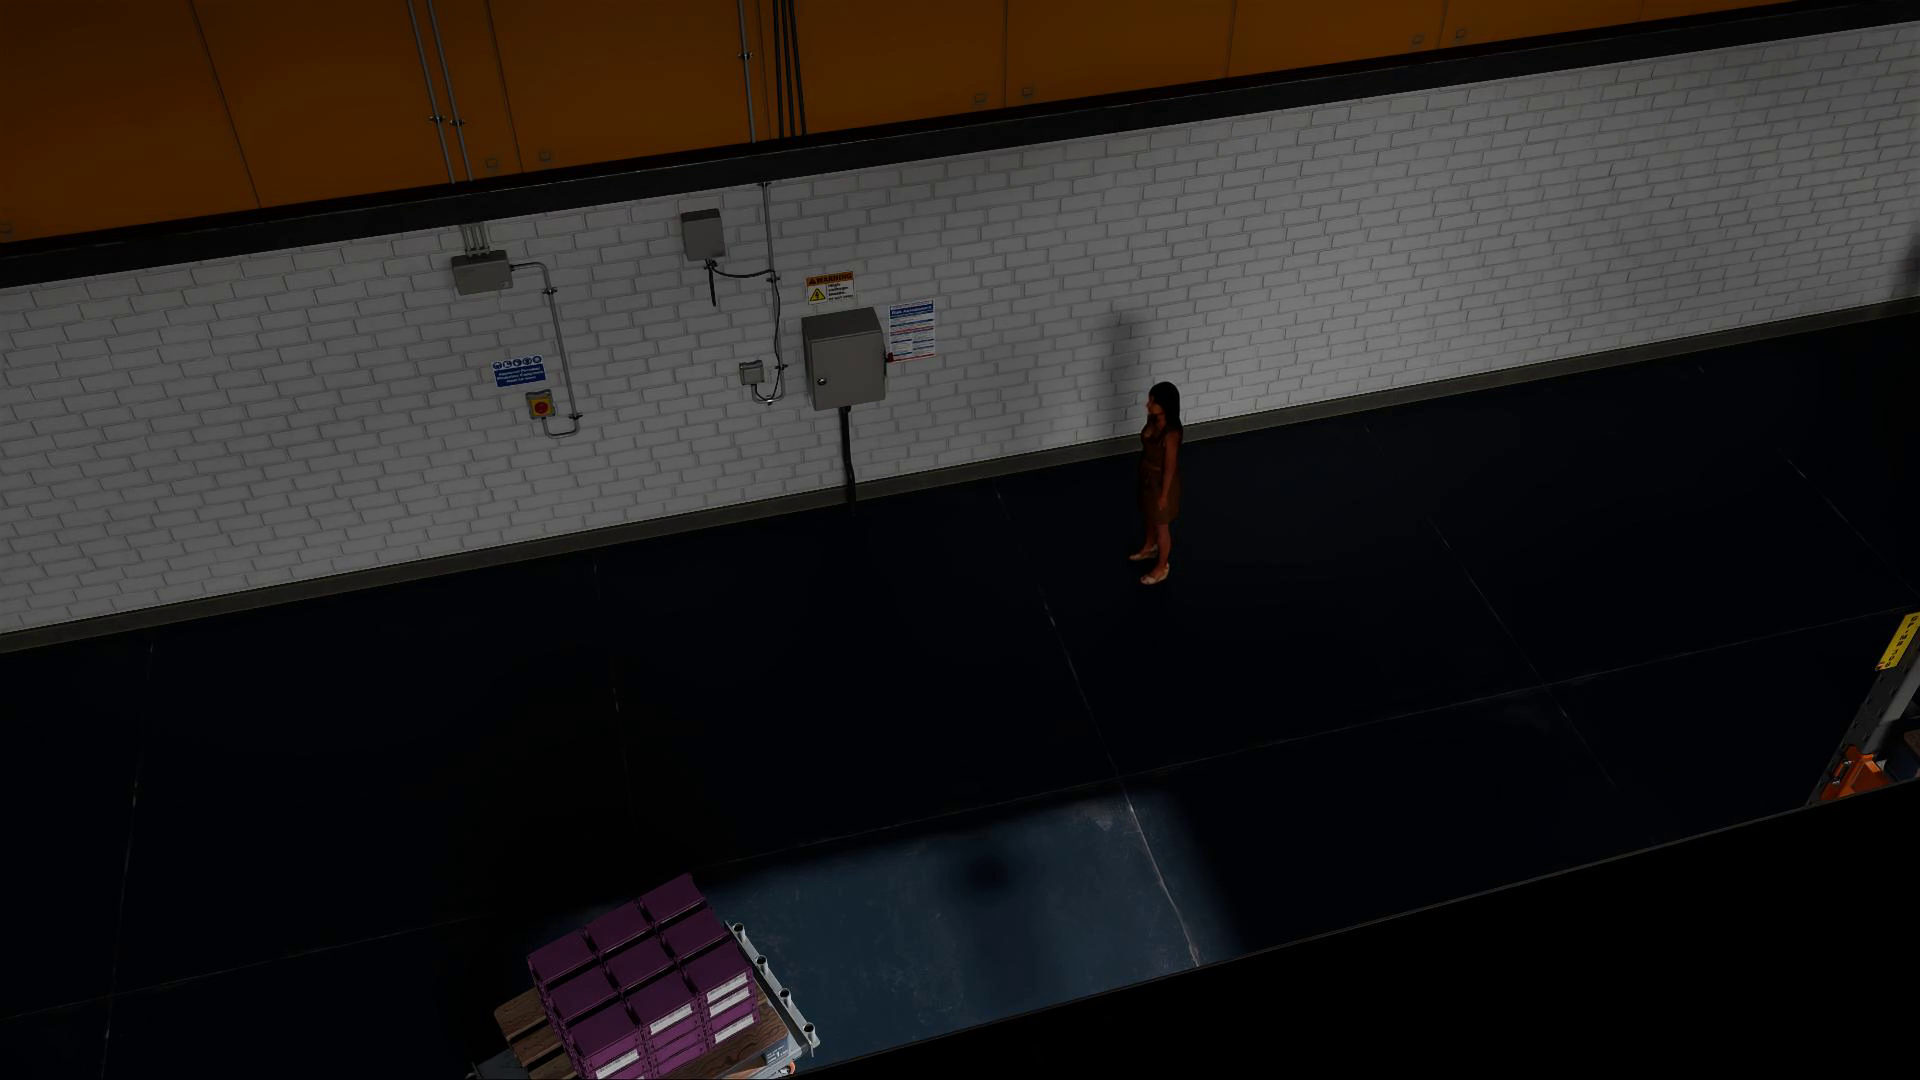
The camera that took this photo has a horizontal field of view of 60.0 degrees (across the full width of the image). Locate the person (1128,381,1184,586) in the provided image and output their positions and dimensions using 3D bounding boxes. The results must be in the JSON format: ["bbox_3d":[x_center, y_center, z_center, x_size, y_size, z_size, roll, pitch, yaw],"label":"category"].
[{"bbox_3d":[1.348,-0.398,11.282,0.617,1.686,0.448,-12,45,-12],"label":"person"}]
